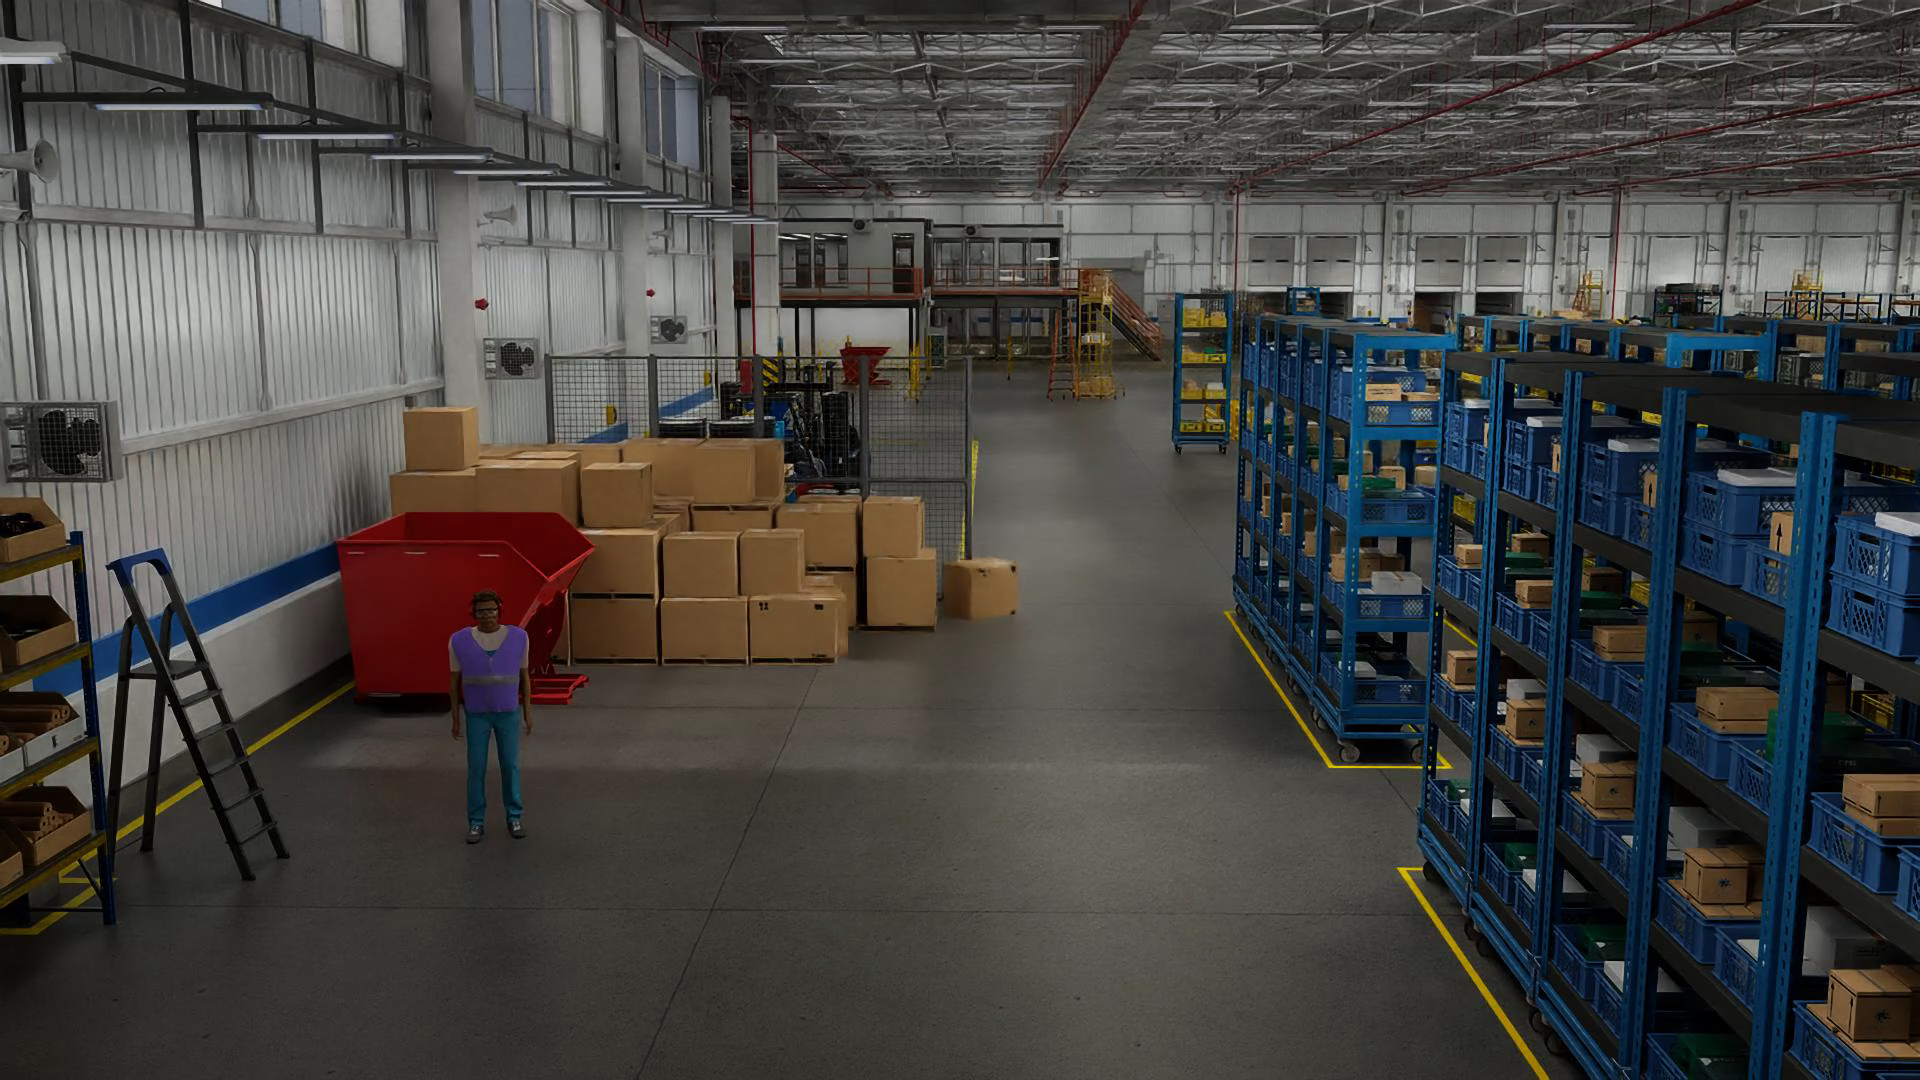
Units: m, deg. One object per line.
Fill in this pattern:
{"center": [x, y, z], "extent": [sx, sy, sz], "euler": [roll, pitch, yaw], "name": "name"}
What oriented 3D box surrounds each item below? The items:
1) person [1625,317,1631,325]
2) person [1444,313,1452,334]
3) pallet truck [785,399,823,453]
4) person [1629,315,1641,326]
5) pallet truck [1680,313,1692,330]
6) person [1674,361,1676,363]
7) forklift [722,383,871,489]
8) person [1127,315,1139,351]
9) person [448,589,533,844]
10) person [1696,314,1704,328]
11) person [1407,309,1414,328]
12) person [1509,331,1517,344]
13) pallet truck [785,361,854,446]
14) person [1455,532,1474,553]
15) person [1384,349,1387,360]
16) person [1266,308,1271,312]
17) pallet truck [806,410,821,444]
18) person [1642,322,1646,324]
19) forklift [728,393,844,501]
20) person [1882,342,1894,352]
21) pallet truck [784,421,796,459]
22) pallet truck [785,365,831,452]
{"center": [31.195, -9.458, 77.881], "extent": [0.596, 1.915, 0.406], "euler": [4, 10, 25], "name": "person"}
{"center": [25.165, -10.761, 85.857], "extent": [0.425, 1.938, 0.603], "euler": [-2, 9, -14], "name": "person"}
{"center": [-3.814, -2.432, 36.419], "extent": [1.630, 1.274, 0.653], "euler": [0, 9, 1], "name": "pallet truck"}
{"center": [34.499, -10.577, 85.028], "extent": [0.619, 1.838, 0.430], "euler": [4, 10, 24], "name": "person"}
{"center": [36.315, -10.531, 84.244], "extent": [0.823, 1.965, 1.885], "euler": [-6, 11, -33], "name": "pallet truck"}
{"center": [19.965, -4.252, 46.339], "extent": [0.543, 1.736, 0.414], "euler": [-3, 10, -18], "name": "person"}
{"center": [-2.893, -1.687, 28.729], "extent": [2.680, 1.987, 1.157], "euler": [0, 9, -1], "name": "forklift"}
{"center": [8.864, -10.559, 84.897], "extent": [0.624, 1.845, 0.429], "euler": [5, 11, 30], "name": "person"}
{"center": [-3.381, 1.253, 12.012], "extent": [0.571, 1.844, 0.376], "euler": [-3, 10, -19], "name": "person"}
{"center": [39.093, -11.016, 87.876], "extent": [0.514, 1.793, 0.980], "euler": [-4, 10, -23], "name": "person"}
{"center": [25.611, -12.193, 94.744], "extent": [0.398, 1.918, 0.587], "euler": [8, 12, 41], "name": "person"}
{"center": [23.696, -8.400, 71.188], "extent": [0.624, 1.974, 0.833], "euler": [-3, 10, -20], "name": "person"}
{"center": [-3.410, -3.193, 38.978], "extent": [1.885, 1.965, 0.823], "euler": [0, 9, -1], "name": "pallet truck"}
{"center": [7.692, -0.643, 23.938], "extent": [0.913, 1.784, 0.564], "euler": [4, 10, 24], "name": "person"}
{"center": [14.792, -6.287, 58.032], "extent": [0.869, 2.017, 0.618], "euler": [4, 10, 24], "name": "person"}
{"center": [17.878, -12.485, 96.480], "extent": [0.548, 1.937, 0.379], "euler": [-5, 11, -31], "name": "person"}
{"center": [-3.559, -2.018, 33.905], "extent": [1.522, 1.261, 0.704], "euler": [0, 9, -1], "name": "pallet truck"}
{"center": [32.173, -9.378, 78.014], "extent": [0.909, 1.715, 0.517], "euler": [1, 9, 7], "name": "person"}
{"center": [-2.979, -1.316, 26.476], "extent": [2.680, 1.987, 1.157], "euler": [0, 9, 1], "name": "forklift"}
{"center": [32.707, -6.365, 58.411], "extent": [1.038, 2.000, 0.699], "euler": [1, 9, 5], "name": "person"}
{"center": [-4.013, -1.793, 32.705], "extent": [1.601, 1.201, 0.680], "euler": [0, 9, 1], "name": "pallet truck"}
{"center": [-3.774, -2.976, 37.635], "extent": [1.885, 1.965, 0.823], "euler": [1, 9, 5], "name": "pallet truck"}
